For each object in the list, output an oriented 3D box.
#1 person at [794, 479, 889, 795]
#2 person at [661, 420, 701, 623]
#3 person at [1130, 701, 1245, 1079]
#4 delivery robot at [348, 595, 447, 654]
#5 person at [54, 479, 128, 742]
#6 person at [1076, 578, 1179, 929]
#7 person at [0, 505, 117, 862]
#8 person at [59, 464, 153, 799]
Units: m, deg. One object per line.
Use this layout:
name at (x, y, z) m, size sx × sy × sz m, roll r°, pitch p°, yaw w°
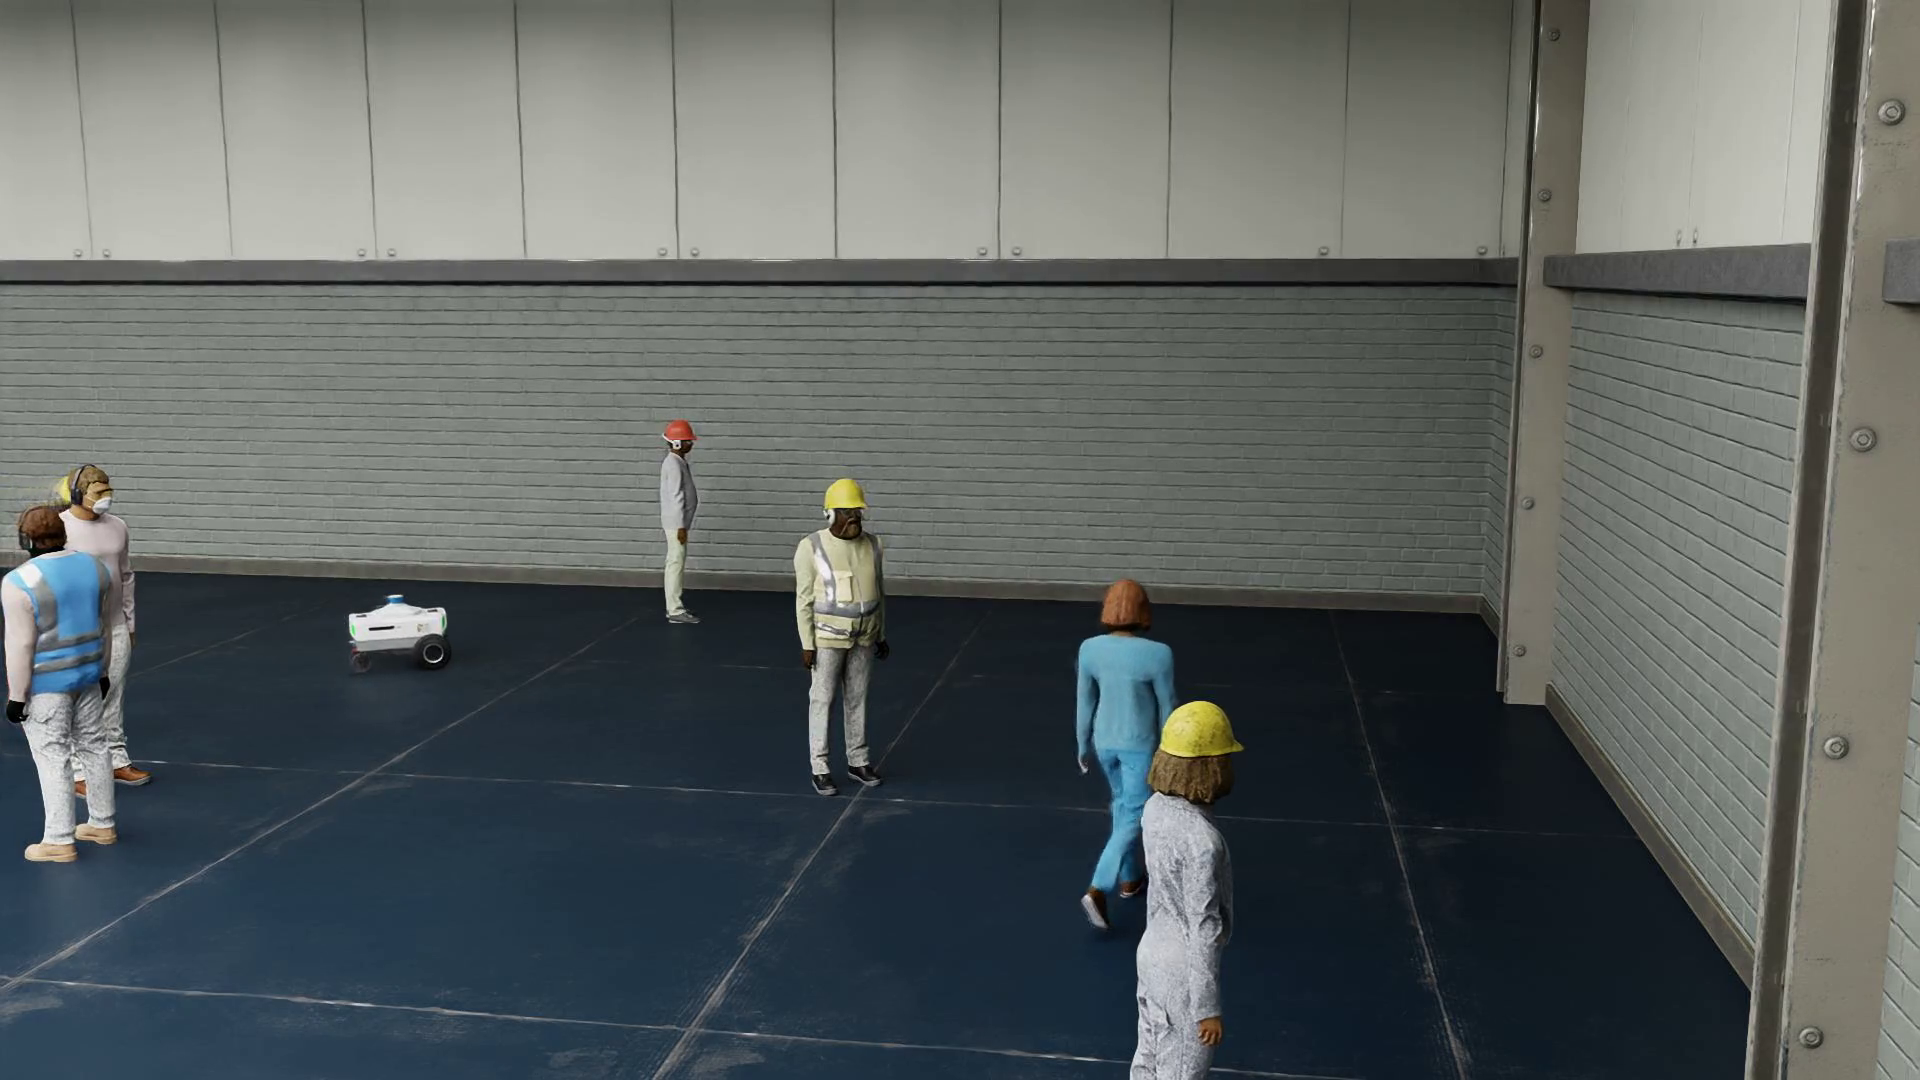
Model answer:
person at (-0.672, 0.554, 9.706) m, size 0.588 × 1.837 × 0.403 m, roll -6°, pitch 11°, yaw -35°
person at (-2.420, -0.166, 14.399) m, size 0.334 × 1.753 × 0.562 m, roll -2°, pitch 9°, yaw -11°
person at (0.697, 1.348, 5.140) m, size 0.342 × 1.738 × 0.485 m, roll -2°, pitch 9°, yaw -11°
delivery robot at (-4.295, 0.661, 12.698) m, size 0.707 × 0.478 × 0.477 m, roll -4°, pitch 10°, yaw -21°
person at (-5.632, 0.457, 10.554) m, size 0.488 × 1.751 × 0.533 m, roll -4°, pitch 10°, yaw -23°
person at (0.753, 0.979, 7.803) m, size 0.500 × 1.603 × 0.765 m, roll 7°, pitch 12°, yaw 37°
person at (-4.663, 0.734, 8.591) m, size 0.429 × 1.838 × 0.633 m, roll 3°, pitch 10°, yaw 18°
person at (-5.015, 0.522, 9.625) m, size 0.375 × 1.933 × 0.625 m, roll 3°, pitch 10°, yaw 17°
